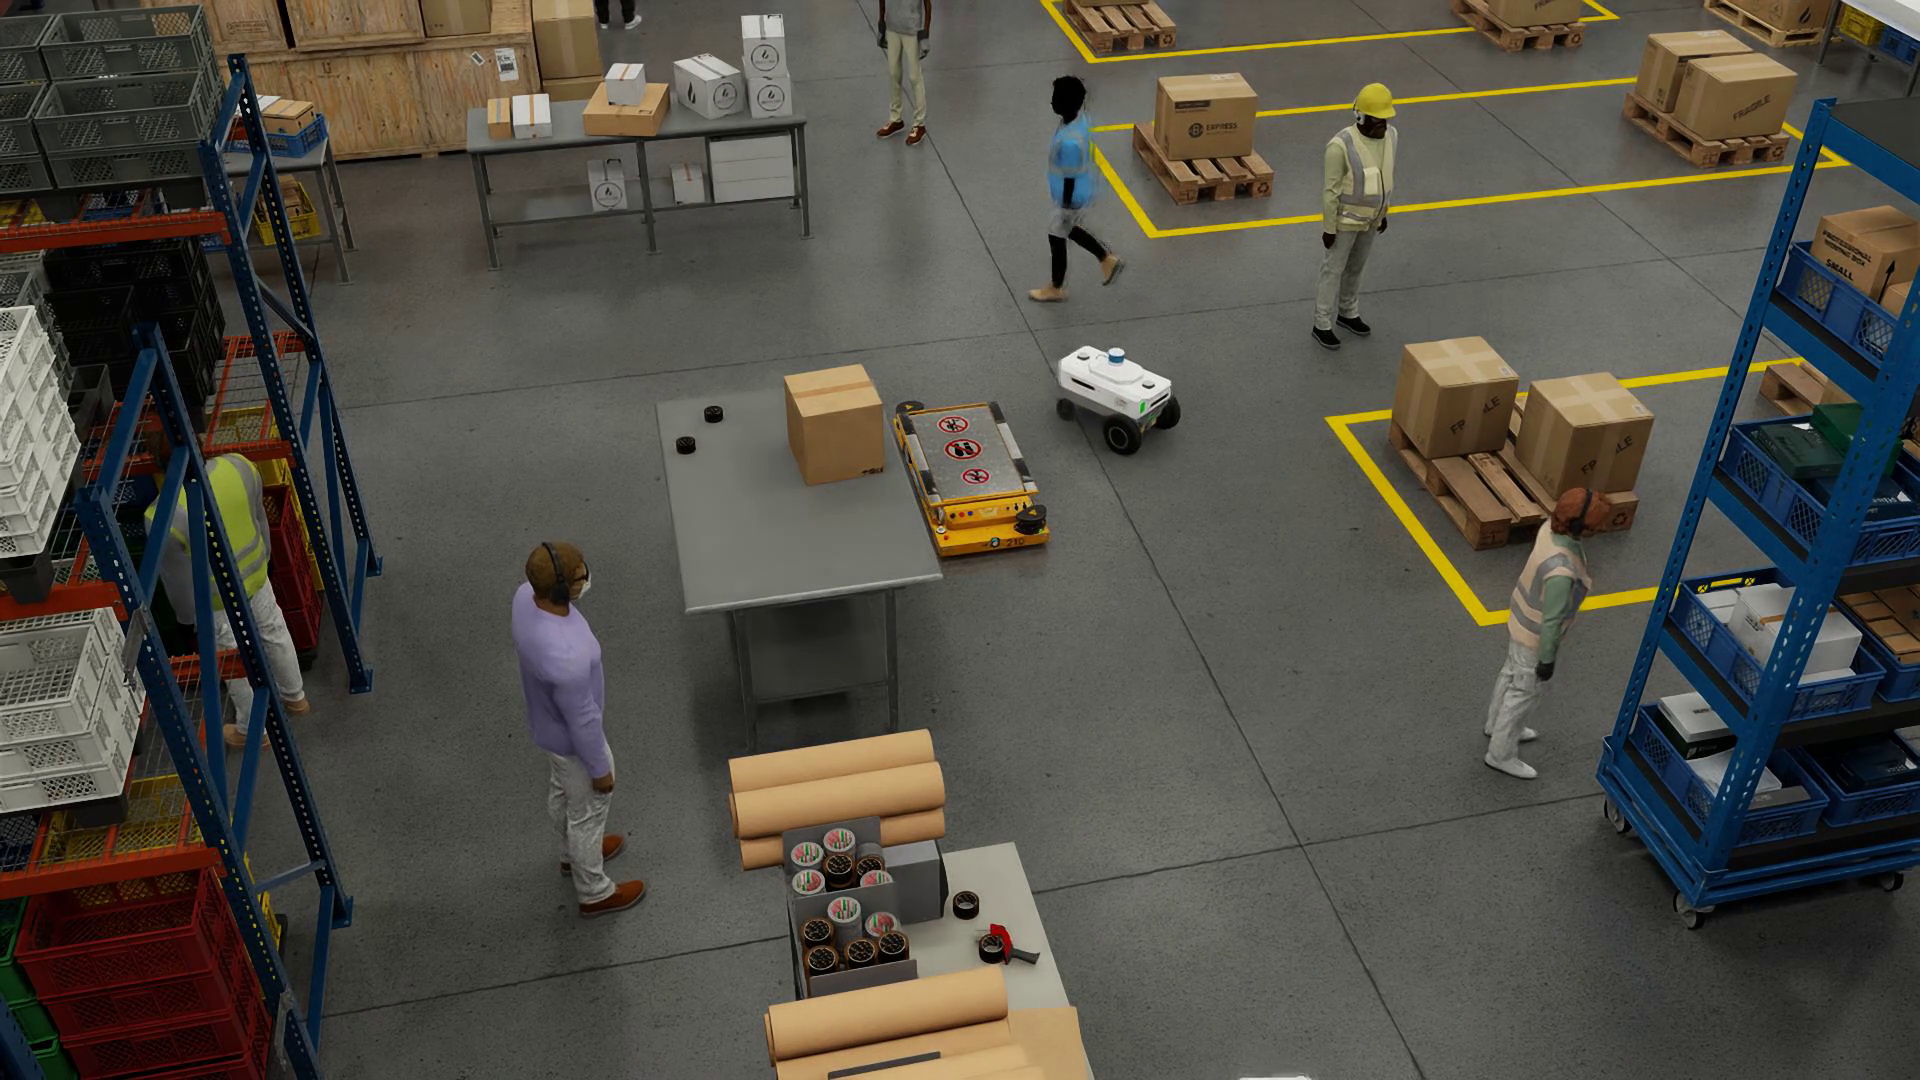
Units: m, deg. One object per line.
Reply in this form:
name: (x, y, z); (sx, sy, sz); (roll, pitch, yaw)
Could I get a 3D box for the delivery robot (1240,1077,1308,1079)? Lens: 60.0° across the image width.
delivery robot: (1.195, 2.323, 6.097); (0.477, 0.478, 0.707); (-1, 37, -1)

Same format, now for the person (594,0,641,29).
person: (-3.436, -5.927, 16.139); (0.602, 1.904, 0.425); (8, 37, 11)

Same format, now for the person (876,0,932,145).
person: (-0.474, -4.246, 13.908); (0.523, 1.870, 0.317); (22, 42, 26)

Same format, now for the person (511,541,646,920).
person: (-1.639, 0.807, 7.066); (0.358, 1.931, 0.628); (-18, 40, -22)

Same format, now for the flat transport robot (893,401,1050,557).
flat transport robot: (0.046, -0.430, 10.108); (0.652, 0.197, 1.431); (-8, 37, -10)

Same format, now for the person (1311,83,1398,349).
person: (2.664, -2.177, 11.157); (0.591, 1.833, 0.403); (-24, 43, -28)

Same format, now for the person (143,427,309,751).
person: (-3.524, 0.211, 7.941); (0.429, 1.844, 0.627); (14, 39, 18)

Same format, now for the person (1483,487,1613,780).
person: (2.728, 0.426, 7.828); (0.317, 1.630, 0.521); (9, 38, 11)

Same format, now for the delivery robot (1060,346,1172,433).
delivery robot: (0.978, -0.985, 10.543); (0.707, 0.478, 0.477); (28, 45, 32)

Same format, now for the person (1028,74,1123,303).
person: (0.821, -2.429, 11.616); (0.577, 1.678, 0.541); (5, 37, 7)
